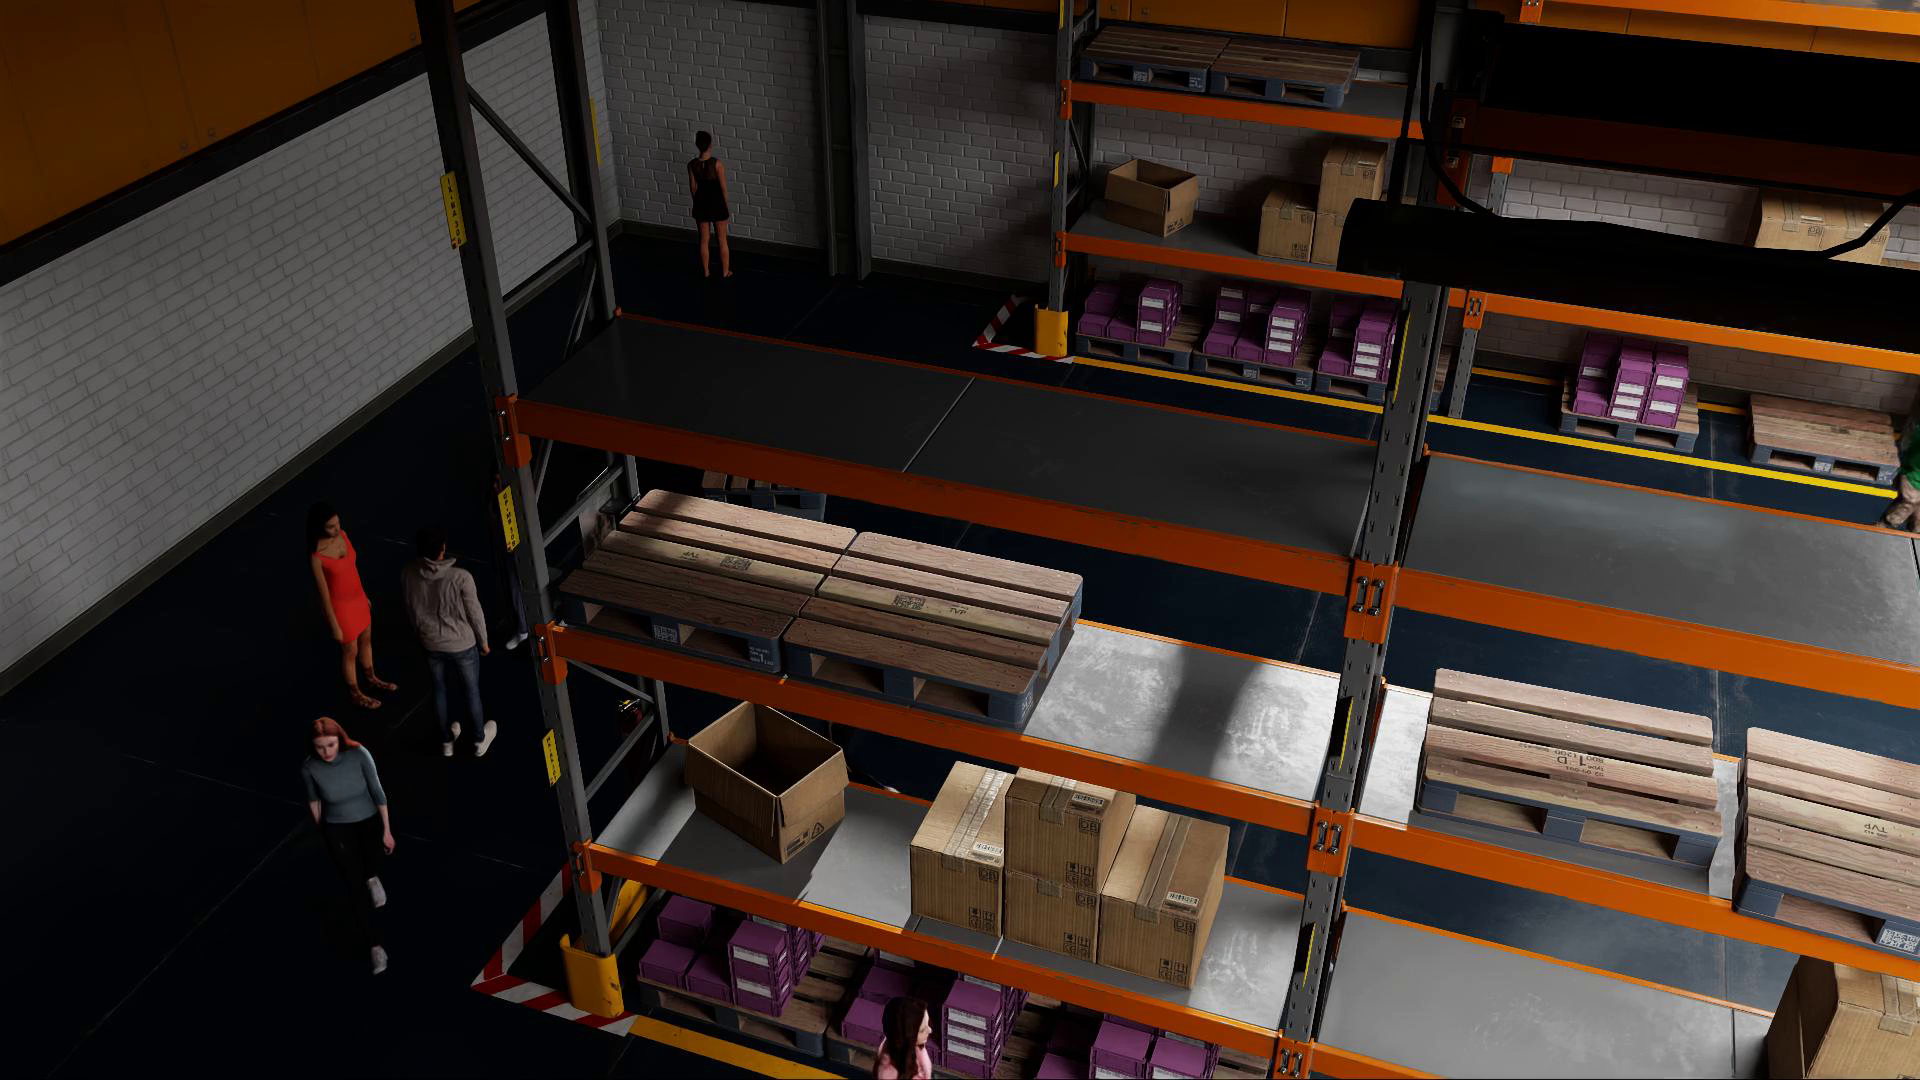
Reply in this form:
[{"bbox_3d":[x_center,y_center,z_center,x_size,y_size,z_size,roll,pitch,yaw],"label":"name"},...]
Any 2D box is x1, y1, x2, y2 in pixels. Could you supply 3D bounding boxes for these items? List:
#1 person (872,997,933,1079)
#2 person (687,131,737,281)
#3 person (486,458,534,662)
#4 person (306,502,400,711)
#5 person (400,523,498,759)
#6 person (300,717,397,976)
[{"bbox_3d":[-0.355,2.876,8.135,0.598,1.788,0.636,10,35,14],"label":"person"},{"bbox_3d":[-2.709,-3.619,18.001,0.563,1.684,0.683,4,34,6],"label":"person"},{"bbox_3d":[-3.293,0.116,12.371,0.507,1.696,0.680,18,38,25],"label":"person"},{"bbox_3d":[-4.388,0.463,11.828,0.582,1.719,0.621,6,34,9],"label":"person"},{"bbox_3d":[-3.509,0.692,11.361,0.633,1.855,0.796,1,34,1],"label":"person"},{"bbox_3d":[-3.648,1.682,10.030,1.109,1.680,1.155,-14,36,-20],"label":"person"}]
